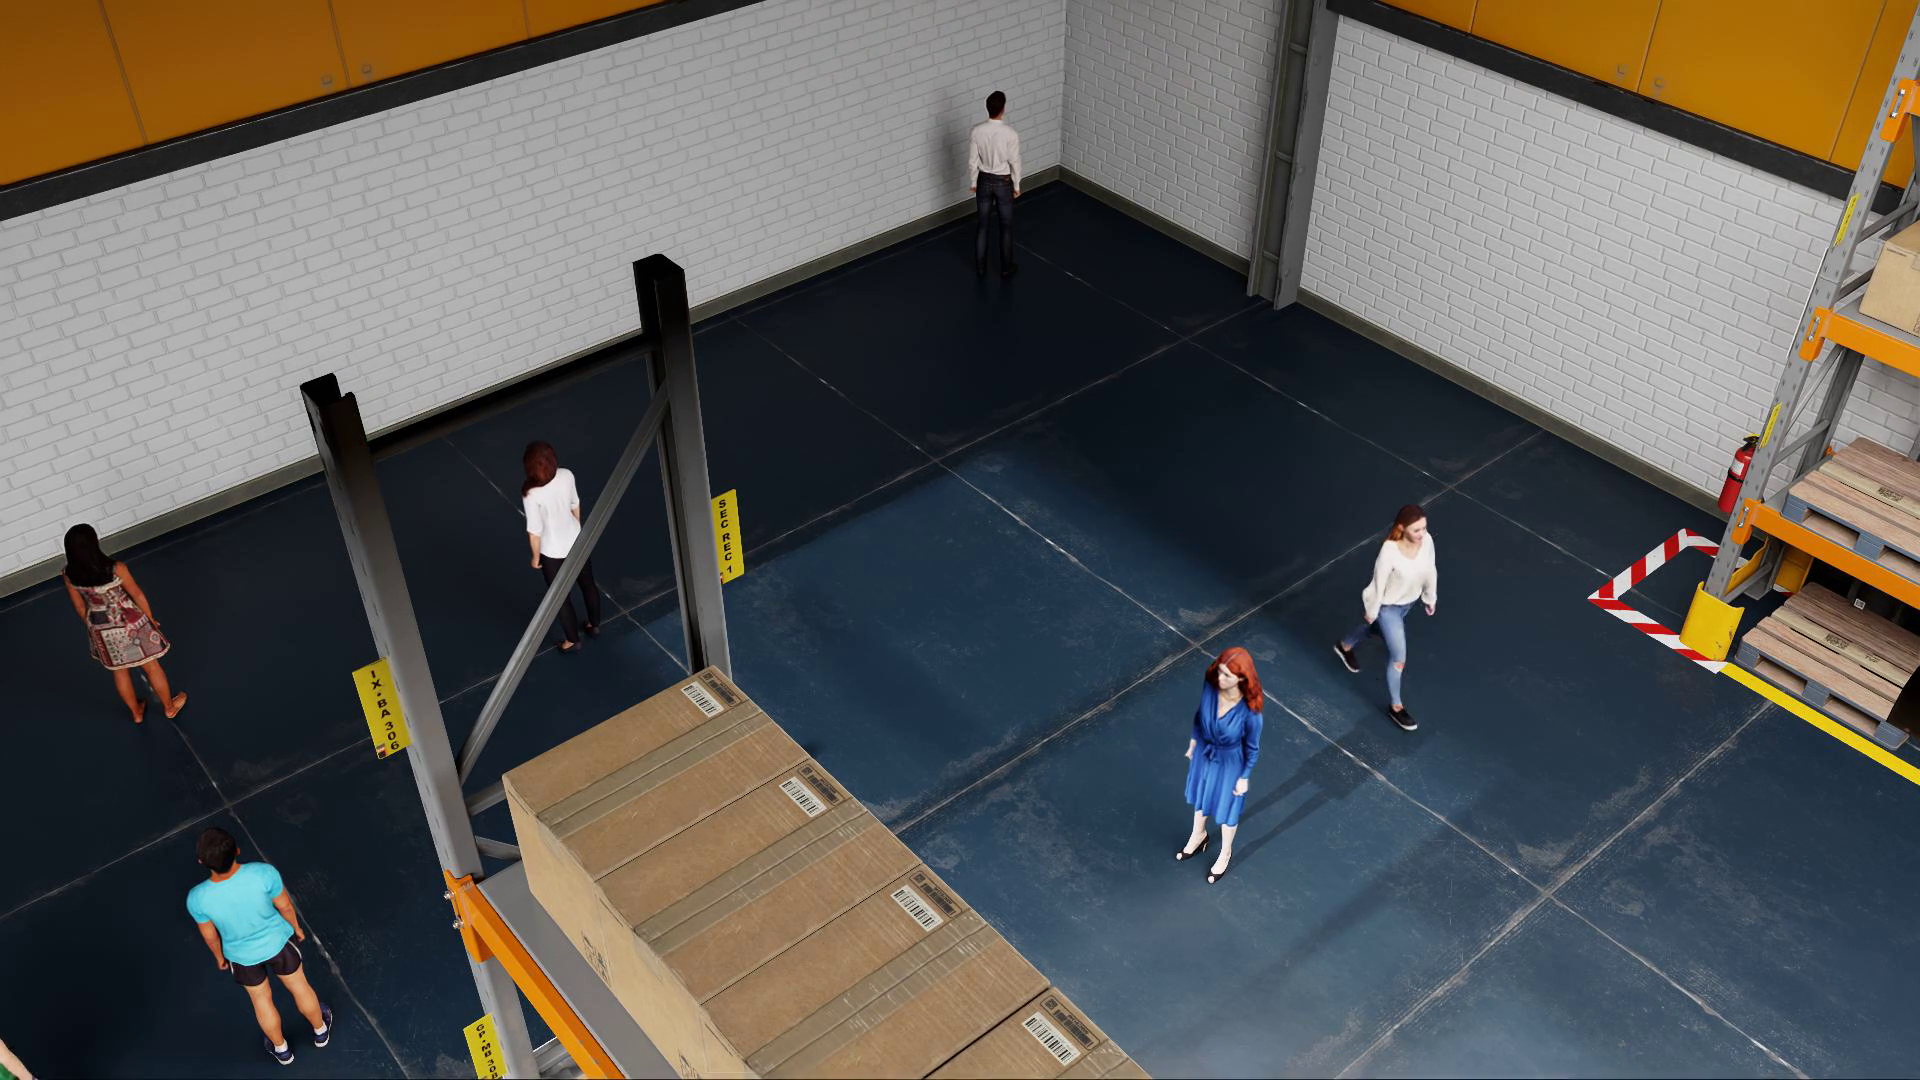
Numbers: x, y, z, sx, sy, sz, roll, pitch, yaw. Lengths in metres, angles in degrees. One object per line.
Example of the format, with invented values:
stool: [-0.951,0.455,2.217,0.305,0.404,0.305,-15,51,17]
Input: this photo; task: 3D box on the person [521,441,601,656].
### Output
person: [-2.761,0.064,11.569,0.572,1.790,0.640,28,47,31]

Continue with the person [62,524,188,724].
person: [-5.603,0.560,11.064,0.725,1.645,0.711,-7,39,-8]

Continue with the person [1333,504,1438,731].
person: [2.879,0.403,11.254,0.726,1.654,1.142,-22,43,-25]

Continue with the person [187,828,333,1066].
person: [-3.761,2.179,8.931,0.649,1.777,0.577,-20,43,-23]

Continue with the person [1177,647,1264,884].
person: [1.567,1.337,9.944,0.660,1.828,0.492,-28,46,-30]

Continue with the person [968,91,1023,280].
person: [0.334,-3.362,15.794,0.684,1.871,0.790,9,40,11]
